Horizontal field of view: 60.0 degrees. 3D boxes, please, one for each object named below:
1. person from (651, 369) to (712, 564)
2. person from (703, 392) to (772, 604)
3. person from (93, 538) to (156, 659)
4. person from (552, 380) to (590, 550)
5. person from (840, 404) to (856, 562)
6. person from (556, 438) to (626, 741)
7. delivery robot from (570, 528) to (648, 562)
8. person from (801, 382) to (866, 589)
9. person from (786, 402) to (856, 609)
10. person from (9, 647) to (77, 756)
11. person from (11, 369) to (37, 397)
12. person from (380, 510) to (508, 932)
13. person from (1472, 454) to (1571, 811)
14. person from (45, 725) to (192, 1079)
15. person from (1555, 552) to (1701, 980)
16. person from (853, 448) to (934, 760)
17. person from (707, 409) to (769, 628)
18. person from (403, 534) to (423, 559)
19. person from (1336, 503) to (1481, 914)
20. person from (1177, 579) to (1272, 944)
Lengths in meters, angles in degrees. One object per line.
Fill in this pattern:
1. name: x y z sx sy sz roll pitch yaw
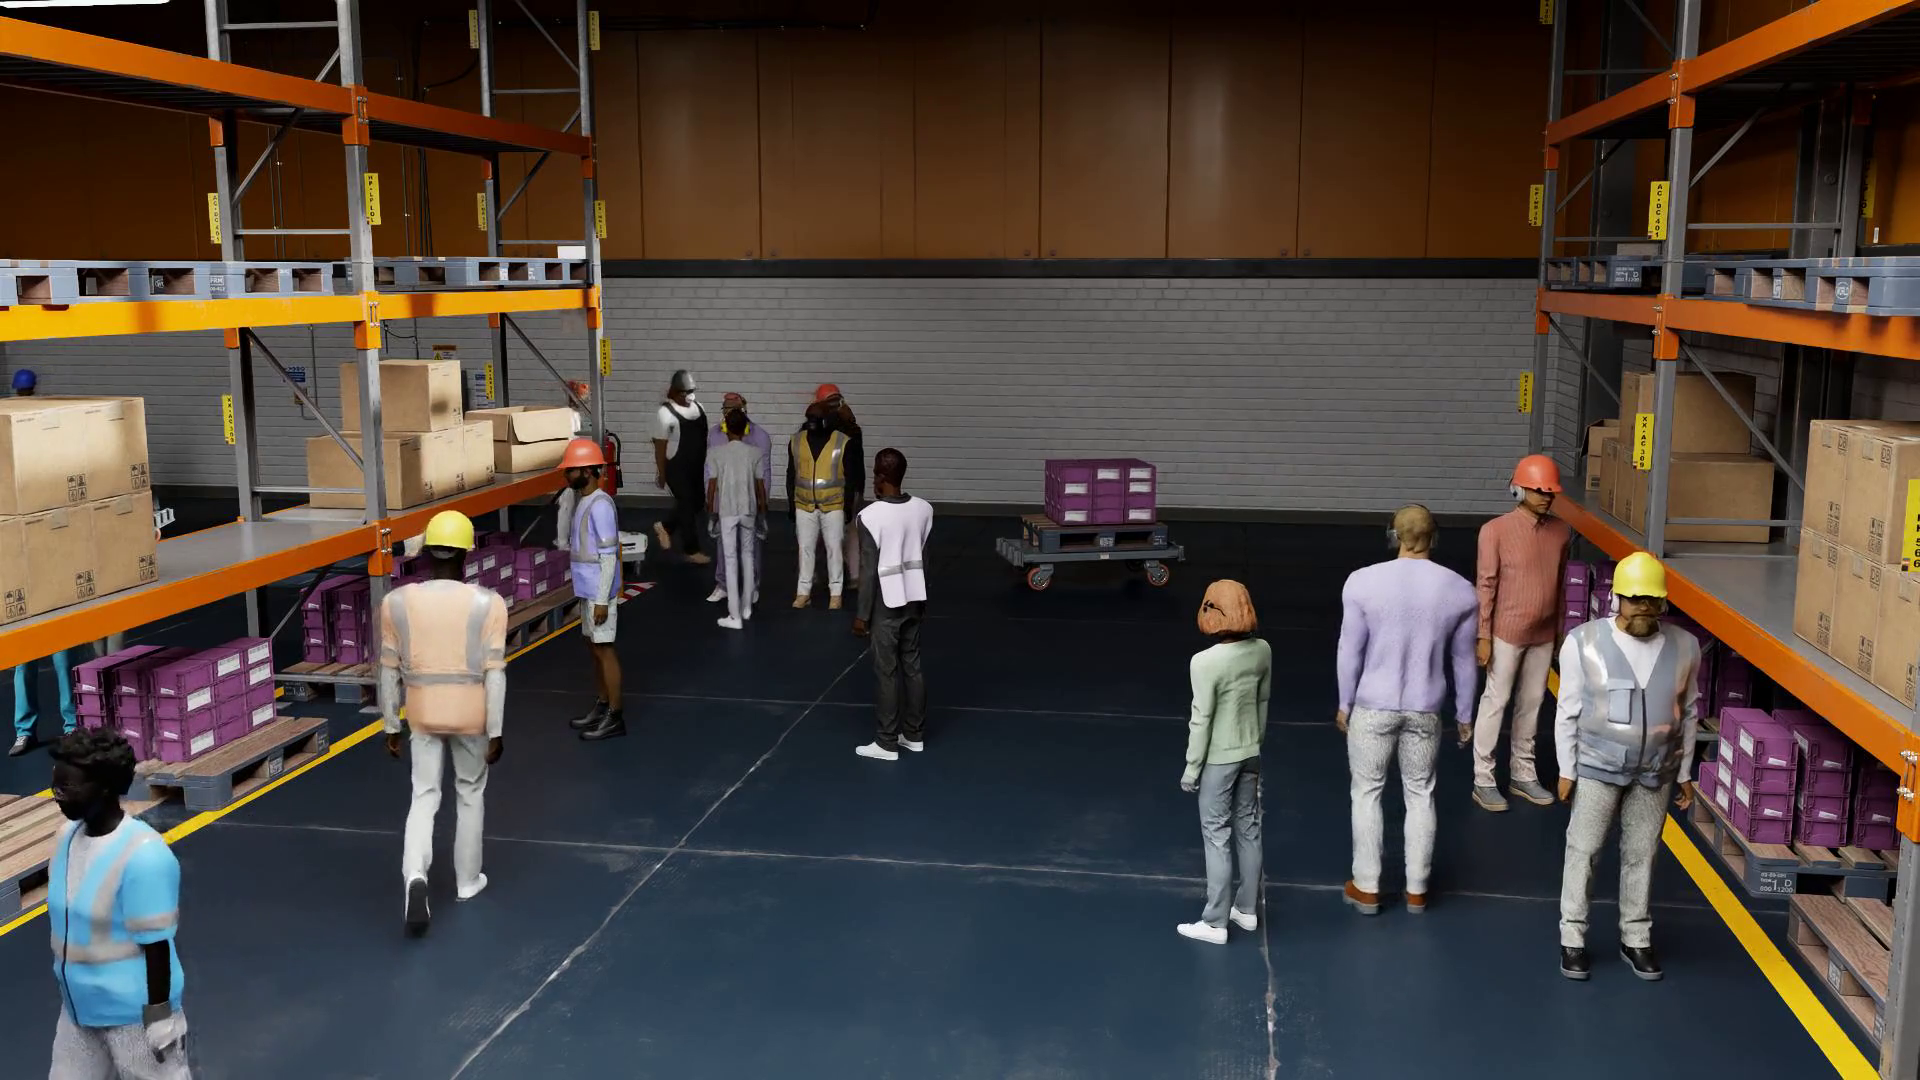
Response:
1. person: -2.899 -0.790 17.118 0.806 2.000 0.687 5 11 30
2. person: -2.021 -0.372 14.950 0.637 1.910 0.403 3 10 17
3. person: -6.017 0.165 11.749 0.609 1.872 0.931 -3 10 -17
4. person: -4.009 -0.715 17.181 0.411 1.867 0.647 0 9 1
5. person: -1.218 -0.593 17.158 0.279 1.633 0.500 -2 9 -13
6. person: -2.361 0.314 10.632 0.373 1.935 0.552 -4 10 -23
7. delivery robot: -3.404 0.063 16.141 0.707 0.478 0.477 -5 10 -27
8. person: -1.191 -0.489 15.526 0.650 1.956 0.689 2 9 11
9. person: -1.236 -0.300 14.725 0.623 1.841 0.430 2 9 10
10. person: -5.707 0.409 10.349 0.563 1.837 0.392 -3 10 -19
11. person: -10.350 -0.961 18.648 0.640 1.906 0.670 6 11 35
12. person: -2.371 0.821 7.640 0.590 1.901 0.800 -1 9 -3
13. person: 3.136 0.511 9.244 0.623 1.989 0.400 -4 10 -22
14. person: -2.478 1.354 5.023 0.536 1.670 0.719 5 11 30
15. person: 2.813 0.951 7.017 0.592 1.834 0.404 1 9 4
16. person: -0.406 0.392 10.206 0.391 1.920 0.593 8 12 41
17. person: -1.888 -0.180 14.102 0.510 1.813 0.678 -3 10 -19
18. person: -5.460 -0.560 16.318 0.429 1.844 0.627 -4 10 -22
19. person: 2.080 0.794 7.730 0.657 1.915 0.447 0 9 1
20. person: 1.185 0.982 7.436 0.500 1.636 0.281 -8 12 -41
